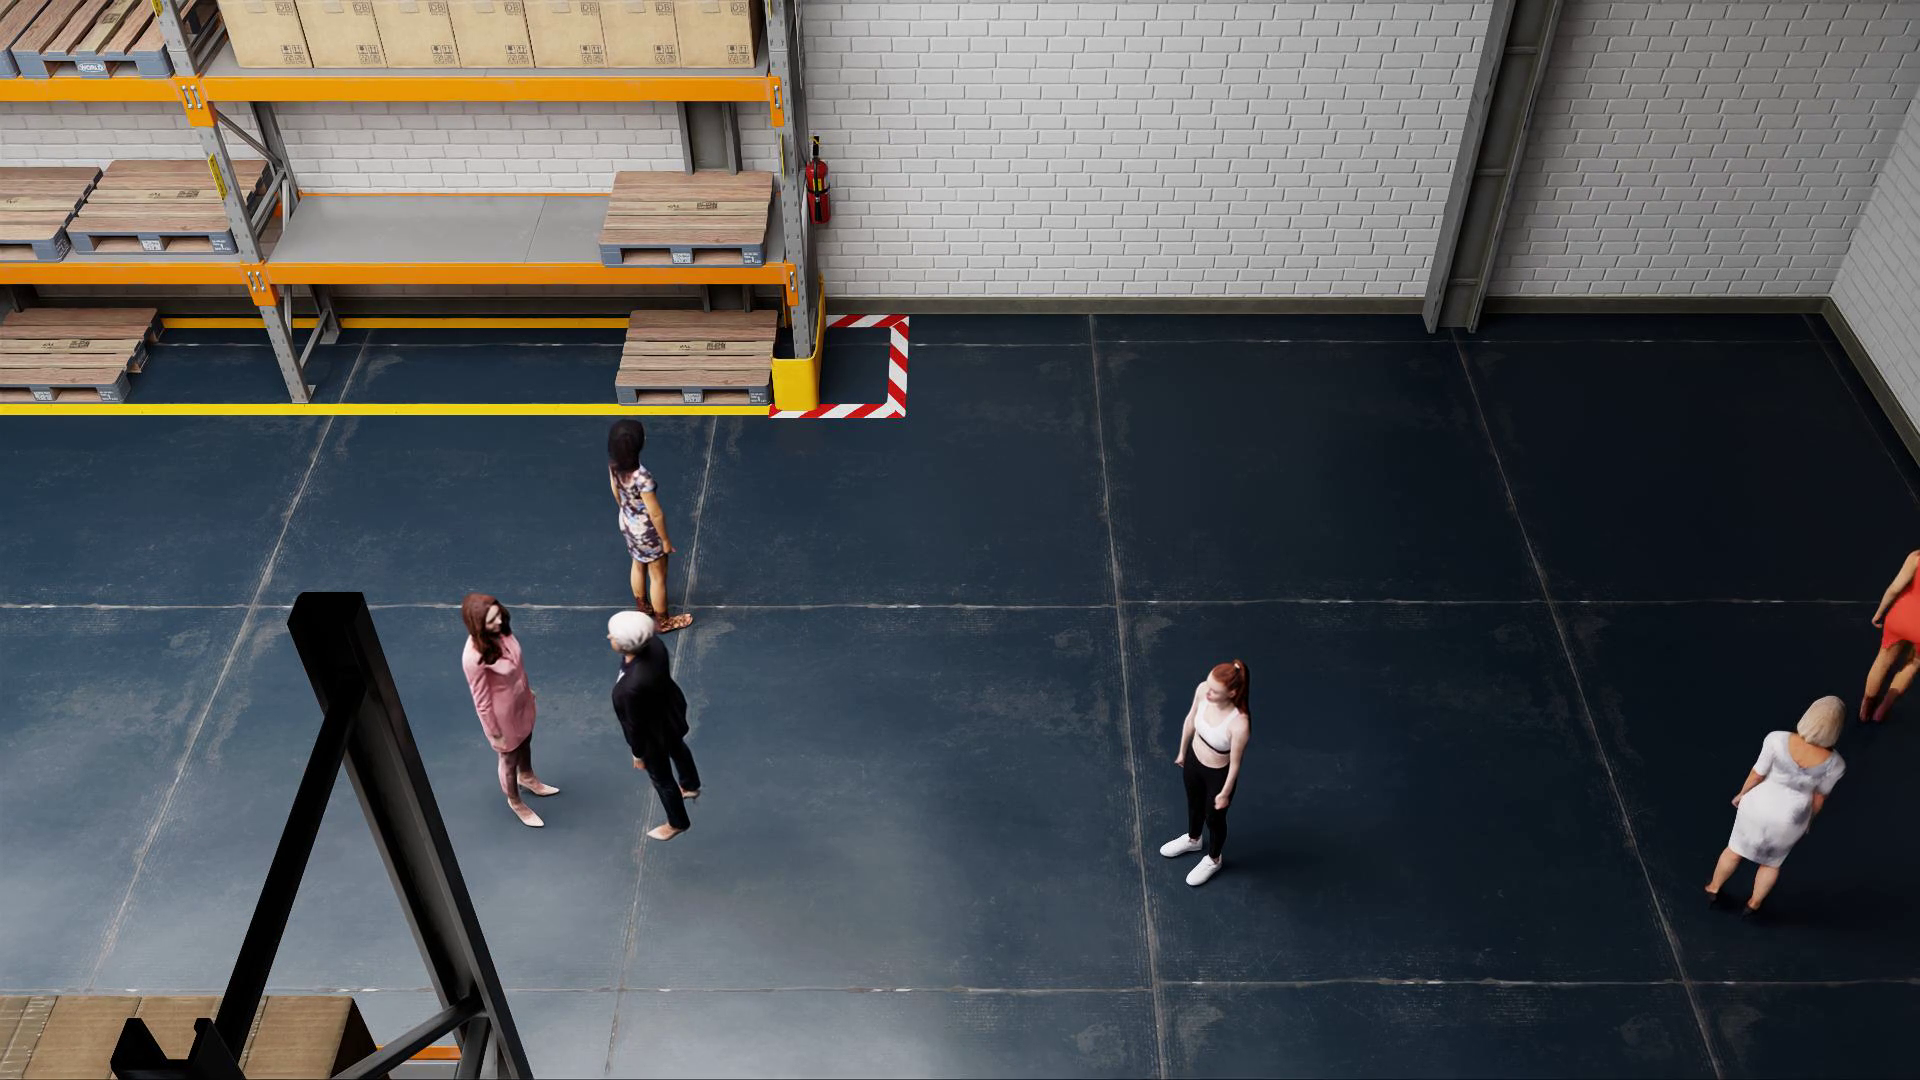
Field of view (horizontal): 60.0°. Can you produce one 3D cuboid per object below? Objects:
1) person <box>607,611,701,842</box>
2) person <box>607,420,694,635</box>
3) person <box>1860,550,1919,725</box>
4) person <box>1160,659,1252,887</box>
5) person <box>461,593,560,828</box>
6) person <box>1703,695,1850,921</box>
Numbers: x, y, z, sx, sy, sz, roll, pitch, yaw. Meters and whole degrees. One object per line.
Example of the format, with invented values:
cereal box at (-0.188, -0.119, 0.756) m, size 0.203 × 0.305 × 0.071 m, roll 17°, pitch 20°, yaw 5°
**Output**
person at (-1.631, 0.946, 8.957) m, size 0.645 × 1.777 × 0.747 m, roll 7°, pitch 44°, yaw 7°
person at (-2.067, -0.082, 10.825) m, size 0.664 × 1.737 × 0.724 m, roll 34°, pitch 53°, yaw 31°
person at (5.832, 0.570, 10.160) m, size 0.707 × 1.710 × 0.799 m, roll 22°, pitch 48°, yaw 22°
person at (1.422, 1.293, 9.378) m, size 0.685 × 1.742 × 0.671 m, roll -23°, pitch 48°, yaw -22°
person at (-2.646, 0.973, 9.671) m, size 0.599 × 1.802 × 0.658 m, roll 9°, pitch 44°, yaw 10°
person at (4.502, 1.486, 9.170) m, size 0.600 × 1.750 × 0.706 m, roll 22°, pitch 48°, yaw 21°
